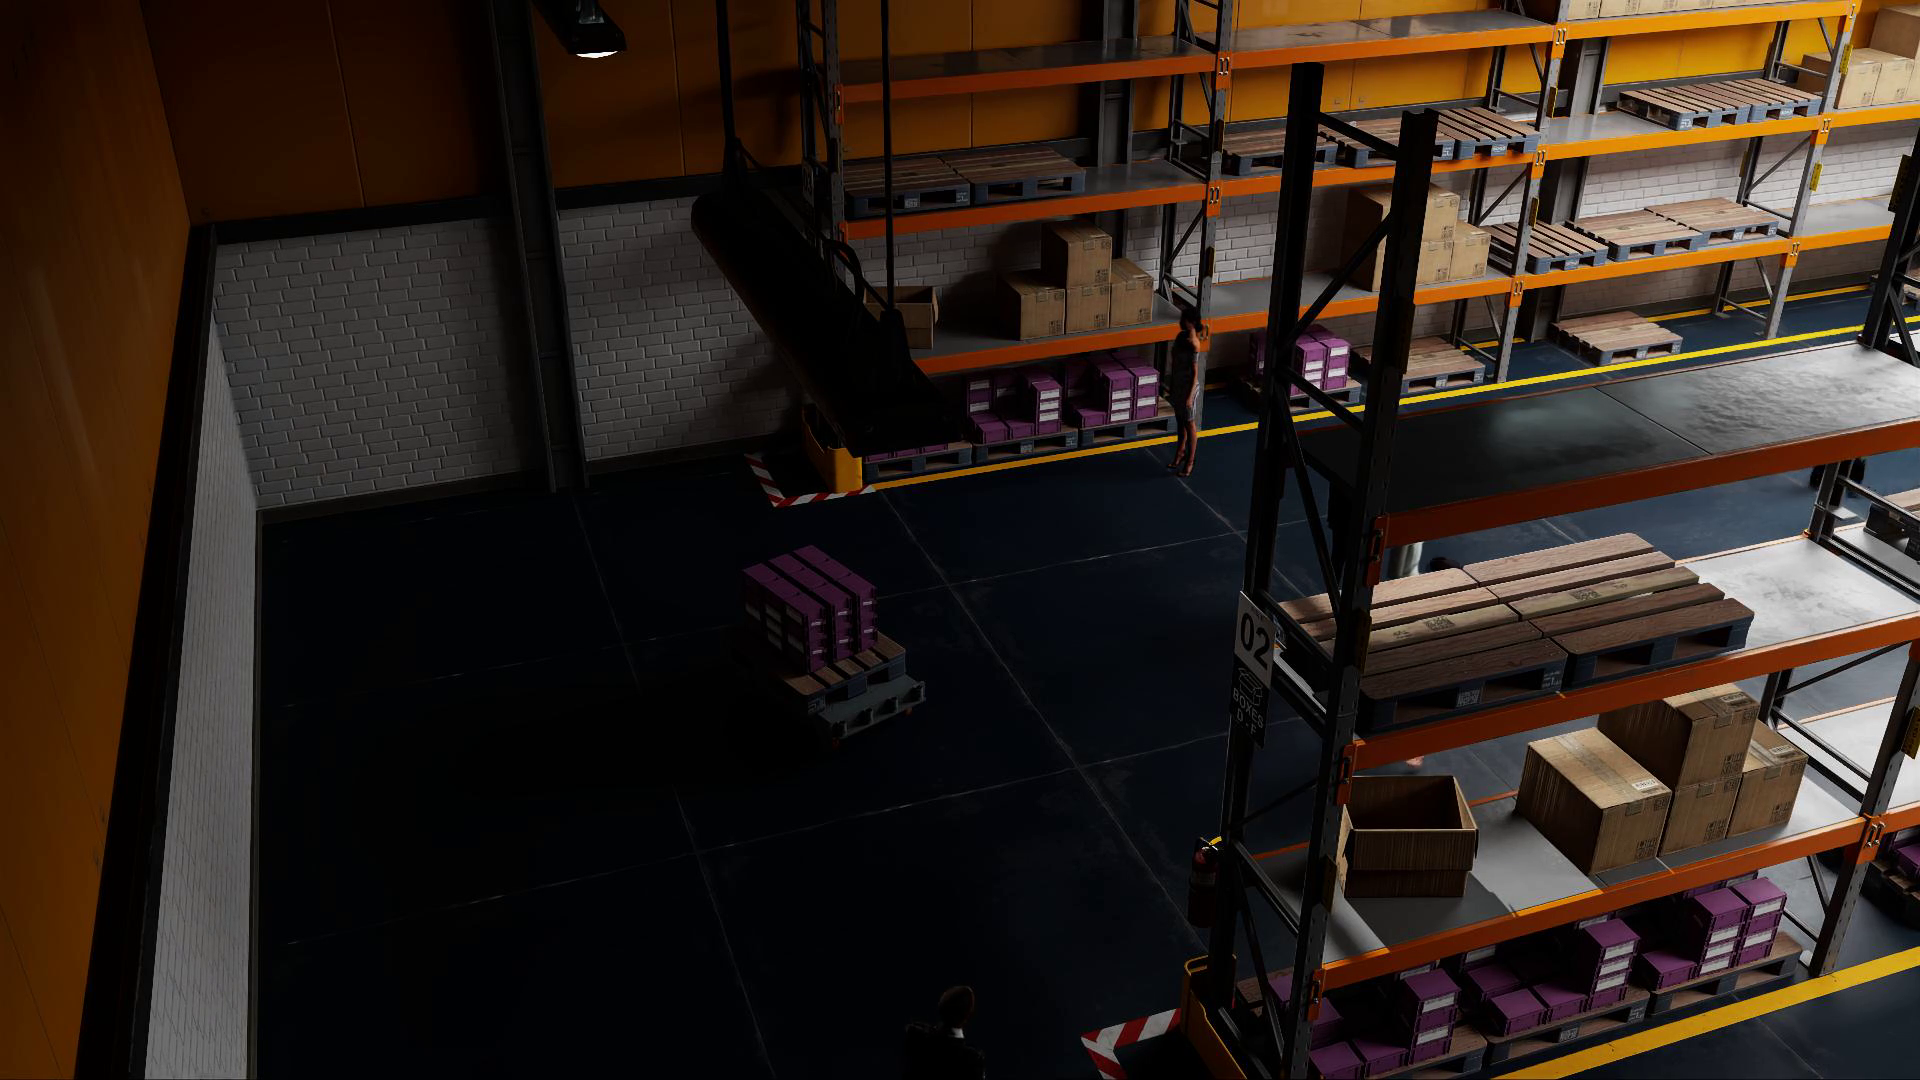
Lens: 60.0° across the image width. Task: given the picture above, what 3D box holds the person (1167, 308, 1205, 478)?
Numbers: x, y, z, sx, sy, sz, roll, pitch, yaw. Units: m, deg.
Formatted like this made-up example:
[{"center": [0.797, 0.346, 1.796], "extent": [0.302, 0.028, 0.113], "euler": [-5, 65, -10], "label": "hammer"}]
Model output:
[{"center": [2.316, -1.522, 17.032], "extent": [0.517, 1.822, 0.592], "euler": [-9, 30, -17], "label": "person"}]

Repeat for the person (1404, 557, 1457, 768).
[{"center": [3.649, 0.848, 12.807], "extent": [1.143, 1.709, 1.161], "euler": [8, 30, 15], "label": "person"}]

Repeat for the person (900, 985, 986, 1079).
[{"center": [-0.145, 3.094, 8.613], "extent": [1.173, 1.781, 1.184], "euler": [10, 30, 18], "label": "person"}]
